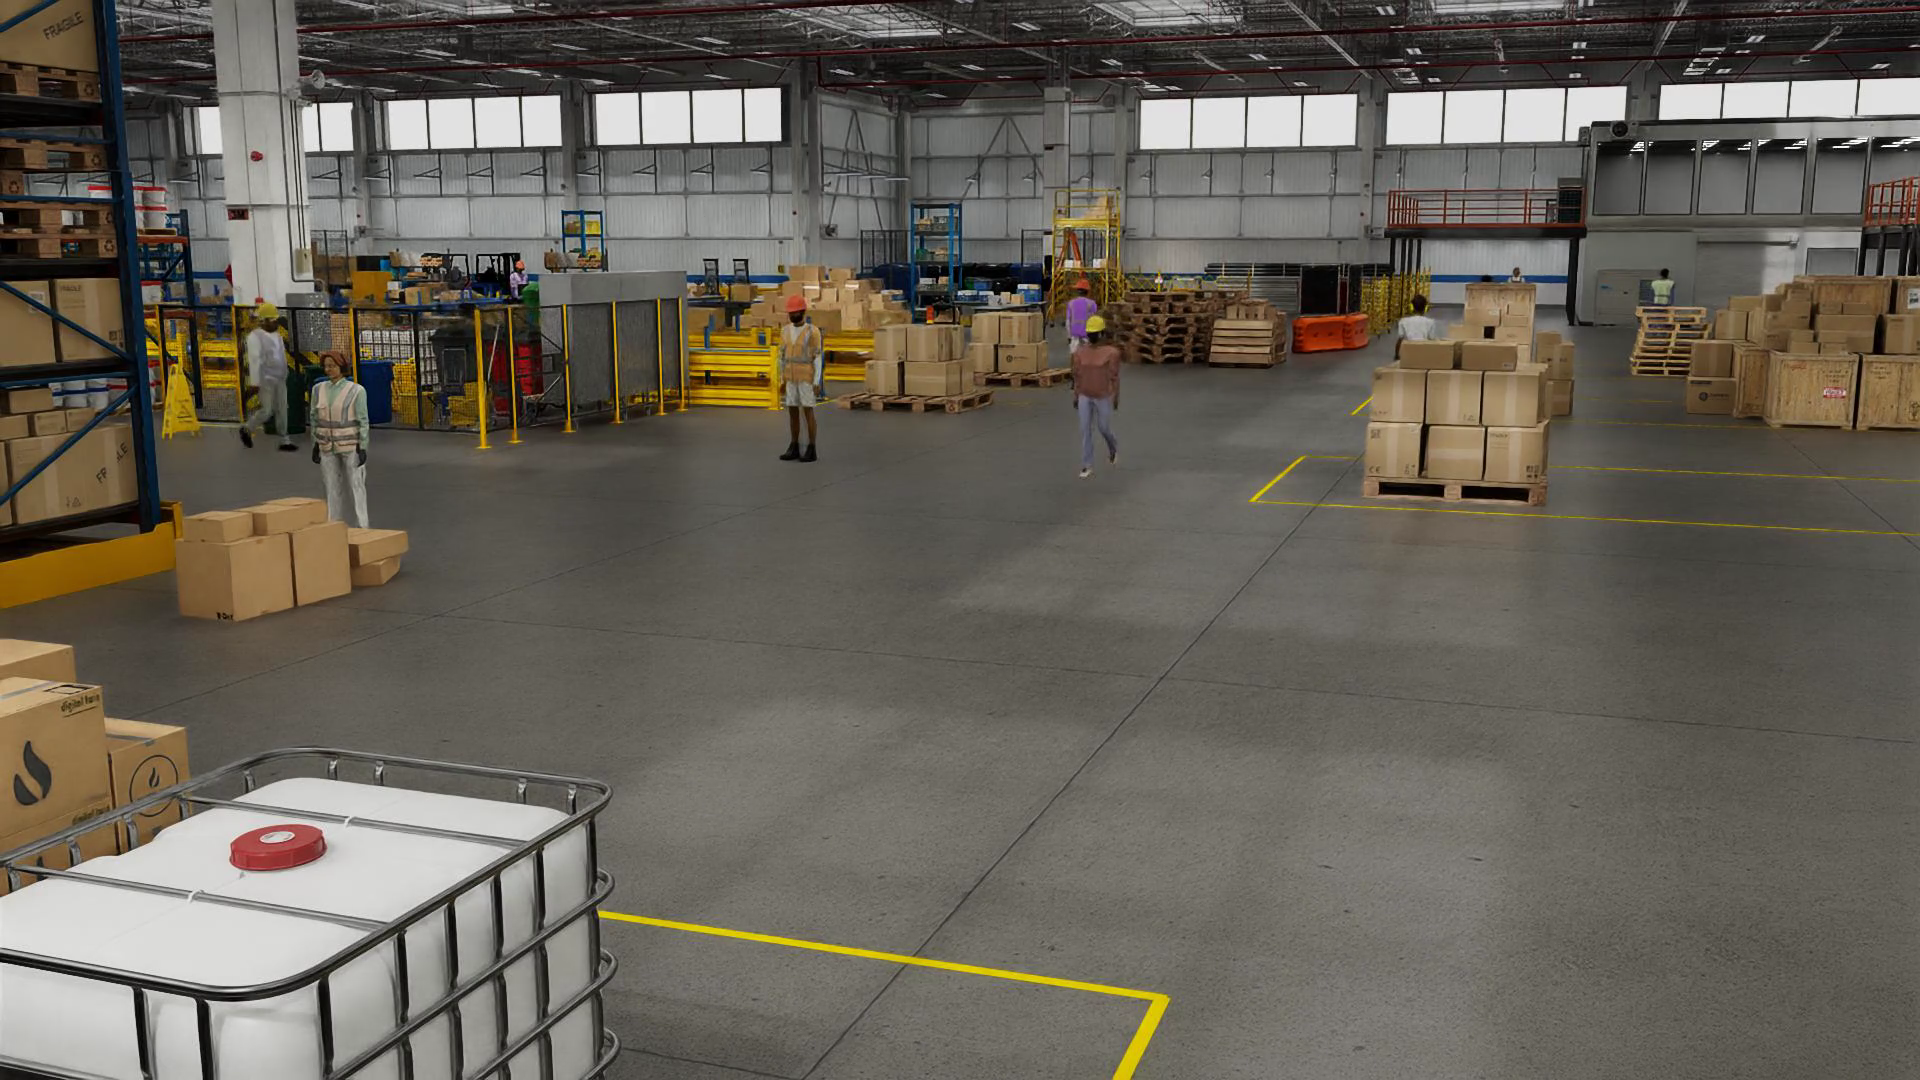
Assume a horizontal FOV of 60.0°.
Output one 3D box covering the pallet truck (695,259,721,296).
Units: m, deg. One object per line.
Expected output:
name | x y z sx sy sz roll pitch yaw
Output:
pallet truck | -9.165 -9.627 62.776 0.823 1.965 1.885 4 11 23

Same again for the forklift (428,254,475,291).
forklift | -20.133 -10.254 65.465 1.157 1.987 2.680 3 11 19

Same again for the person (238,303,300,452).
person | -8.376 -1.951 20.077 0.613 1.816 0.598 2 10 12

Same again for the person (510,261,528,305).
person | -12.844 -7.135 48.633 0.394 2.037 0.605 8 13 37

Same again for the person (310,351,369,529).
person | -5.123 -0.745 13.760 0.514 1.641 0.308 2 10 10

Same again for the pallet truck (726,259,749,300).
pallet truck | -7.986 -9.493 62.019 0.823 1.965 1.885 3 11 17

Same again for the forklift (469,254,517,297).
forklift | -17.990 -10.121 64.684 1.157 1.987 2.680 3 11 17

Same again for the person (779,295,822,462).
person | -1.869 -1.863 19.228 0.551 1.932 0.378 6 12 31

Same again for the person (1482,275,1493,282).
person | 10.076 -4.117 31.970 0.596 1.936 0.967 5 11 26

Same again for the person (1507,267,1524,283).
person | 17.362 -7.622 51.998 0.516 1.825 0.826 3 10 14

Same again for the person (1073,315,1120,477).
person | 1.504 -1.575 18.140 0.529 1.749 0.641 5 11 25

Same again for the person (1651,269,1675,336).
person | 18.601 -6.235 44.067 0.598 1.870 1.007 7 12 34

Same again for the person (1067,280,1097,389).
person | 2.151 -3.605 29.166 0.569 1.882 0.976 4 11 20

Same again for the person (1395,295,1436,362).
person | 6.188 -2.409 22.634 0.518 1.831 0.954 1 10 6
